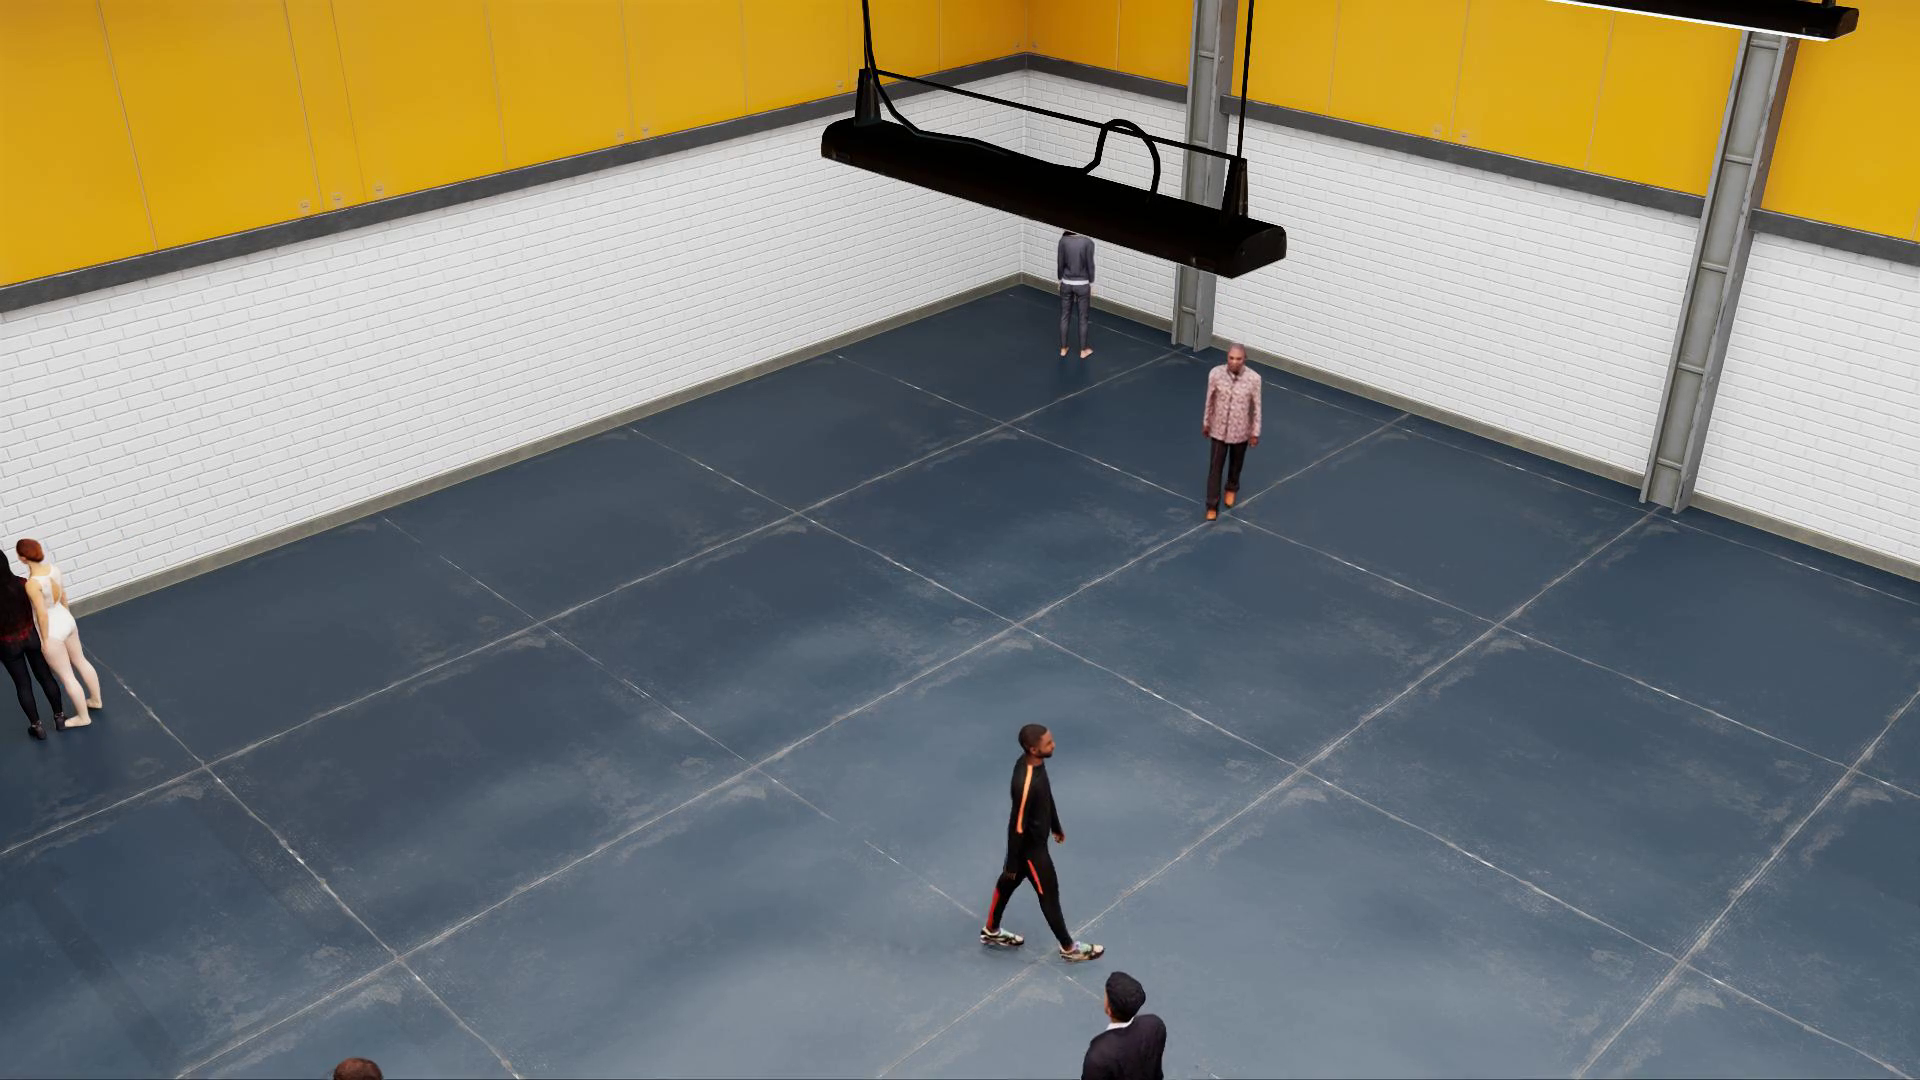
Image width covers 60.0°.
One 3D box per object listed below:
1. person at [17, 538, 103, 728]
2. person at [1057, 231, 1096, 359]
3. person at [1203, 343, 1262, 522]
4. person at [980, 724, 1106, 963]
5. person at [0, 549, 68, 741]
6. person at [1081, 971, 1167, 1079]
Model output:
[{"bbox_3d":[-7.067,0.706,13.023,0.662,1.643,0.608,1,29,1],"label":"person"},{"bbox_3d":[1.374,-3.038,19.755,0.601,1.770,0.739,10,30,18],"label":"person"},{"bbox_3d":[2.652,-1.099,16.207,1.214,1.762,1.167,6,29,11],"label":"person"},{"bbox_3d":[0.345,1.934,10.633,1.135,1.777,1.040,2,29,4],"label":"person"},{"bbox_3d":[-7.260,0.790,12.853,0.576,1.658,0.492,-25,38,-38],"label":"person"},{"bbox_3d":[0.867,3.067,8.561,0.768,1.772,0.960,-20,35,-32],"label":"person"}]
